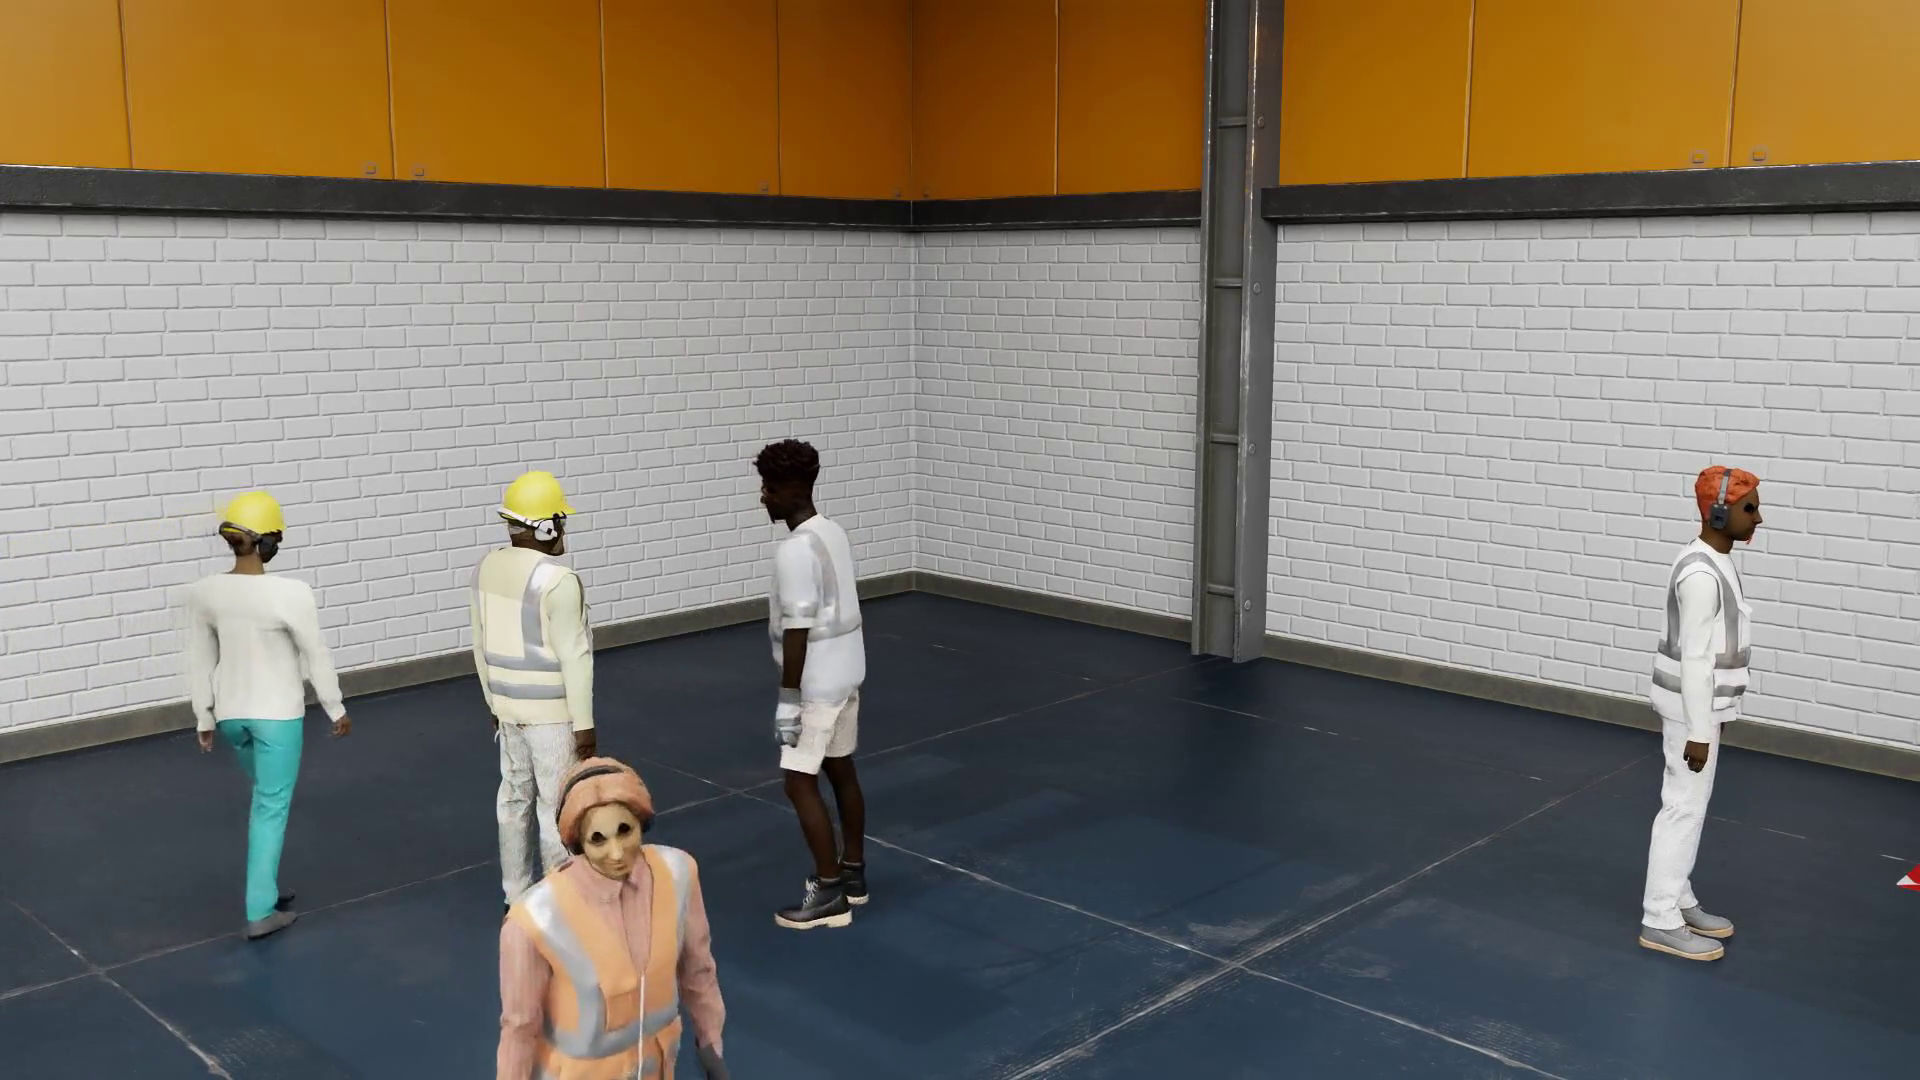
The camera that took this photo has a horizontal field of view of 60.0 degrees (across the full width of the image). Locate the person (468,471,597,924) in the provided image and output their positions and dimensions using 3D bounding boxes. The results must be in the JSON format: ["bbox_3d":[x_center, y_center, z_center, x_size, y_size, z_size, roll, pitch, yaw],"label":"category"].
[{"bbox_3d":[-1.632,0.642,6.512,0.600,1.831,0.404,7,11,36],"label":"person"}]

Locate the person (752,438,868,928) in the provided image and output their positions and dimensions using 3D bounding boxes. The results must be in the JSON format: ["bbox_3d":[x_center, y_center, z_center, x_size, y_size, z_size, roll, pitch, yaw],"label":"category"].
[{"bbox_3d":[-0.598,0.563,6.676,0.431,1.947,0.646,2,9,11],"label":"person"}]

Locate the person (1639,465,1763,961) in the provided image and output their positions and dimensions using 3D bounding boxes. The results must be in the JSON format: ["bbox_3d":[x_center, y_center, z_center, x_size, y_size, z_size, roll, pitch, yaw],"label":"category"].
[{"bbox_3d":[2.823,0.650,6.345,0.351,1.878,0.568,5,10,27],"label":"person"}]

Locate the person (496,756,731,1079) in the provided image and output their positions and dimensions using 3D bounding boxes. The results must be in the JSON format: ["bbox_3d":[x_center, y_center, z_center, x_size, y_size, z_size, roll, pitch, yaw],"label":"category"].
[{"bbox_3d":[-0.769,1.226,3.697,0.805,1.586,0.559,7,12,37],"label":"person"}]

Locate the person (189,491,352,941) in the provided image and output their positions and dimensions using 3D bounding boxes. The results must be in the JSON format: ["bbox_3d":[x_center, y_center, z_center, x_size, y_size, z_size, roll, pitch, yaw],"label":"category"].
[{"bbox_3d":[-2.701,0.673,6.576,0.533,1.749,0.588,3,10,17],"label":"person"}]
